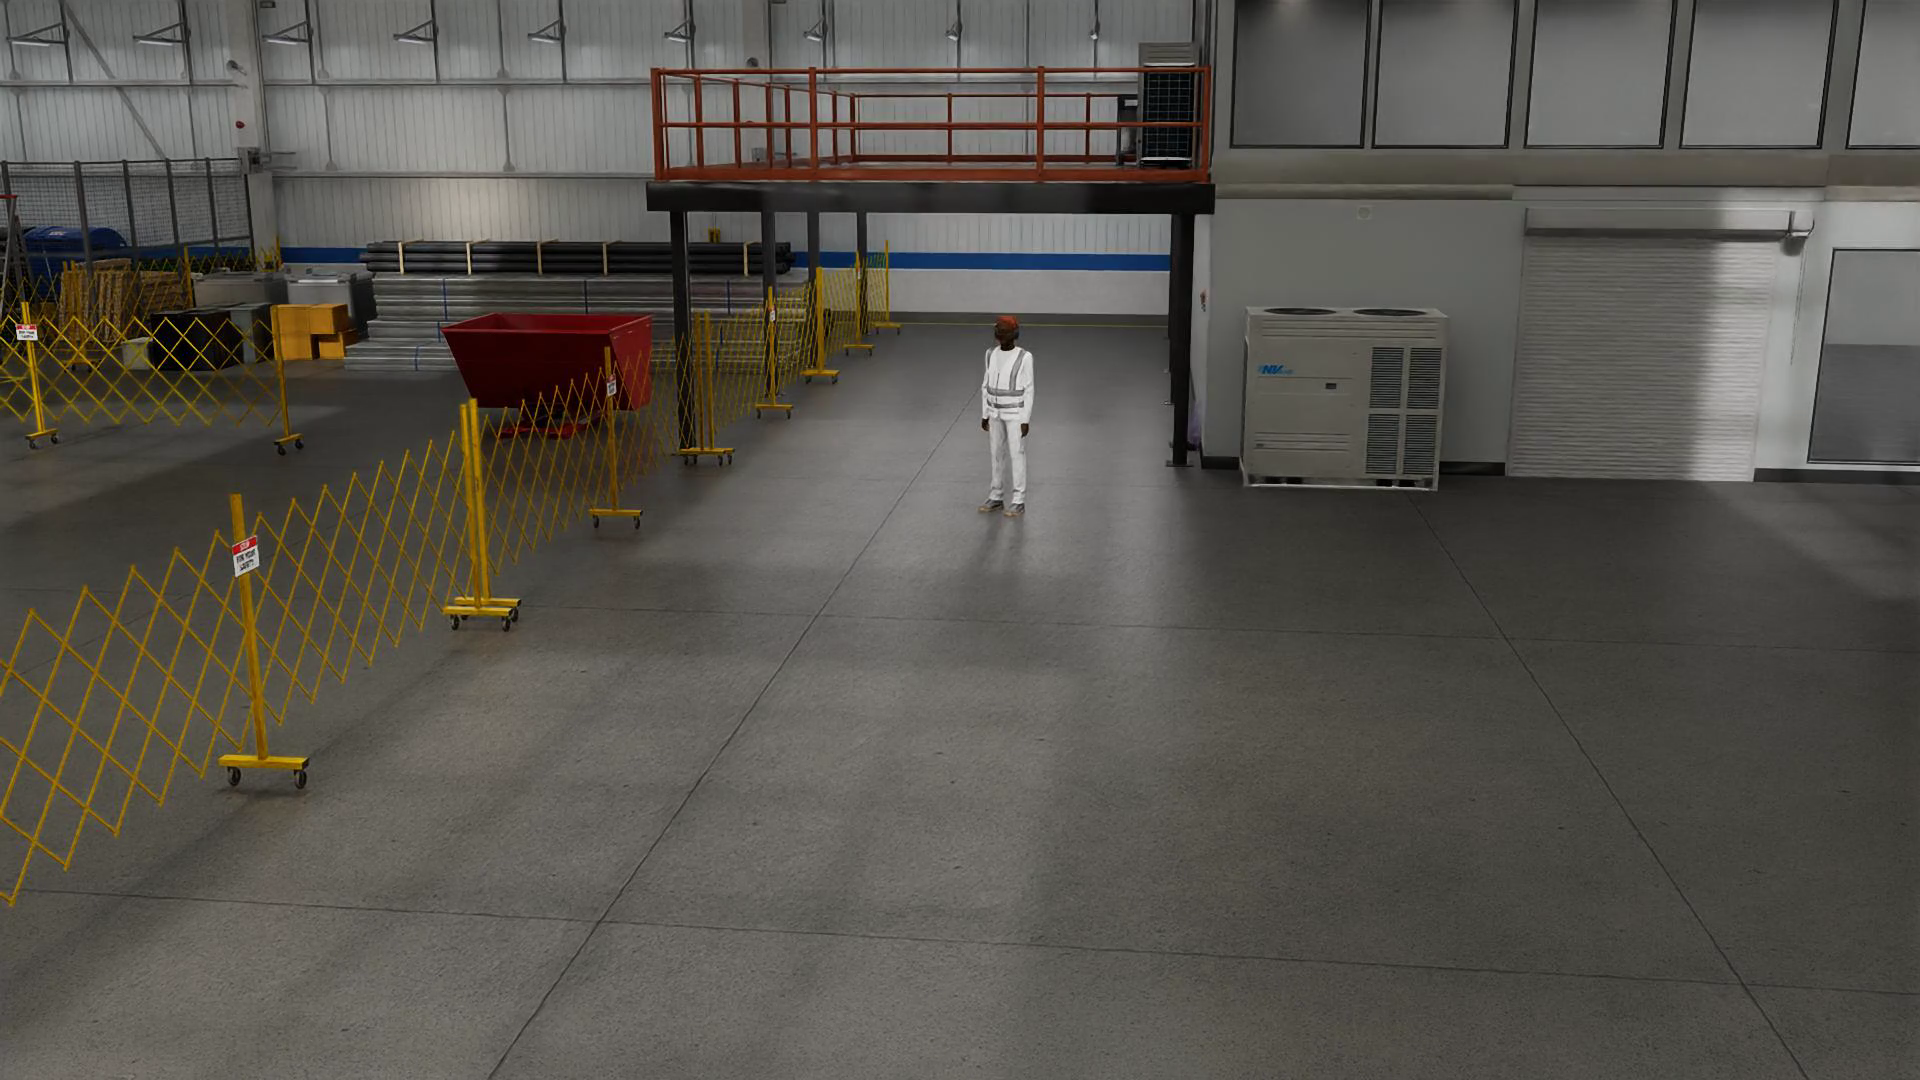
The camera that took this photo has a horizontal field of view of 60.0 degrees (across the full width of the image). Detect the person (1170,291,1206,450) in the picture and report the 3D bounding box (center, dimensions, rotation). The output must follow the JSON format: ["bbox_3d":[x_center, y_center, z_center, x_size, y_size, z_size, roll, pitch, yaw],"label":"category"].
[{"bbox_3d":[2.954,-1.906,18.768,1.026,1.838,0.715,3,14,10],"label":"person"}]

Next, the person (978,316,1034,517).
[{"bbox_3d":[0.431,-1.166,15.635,0.580,1.883,0.350,11,18,39],"label":"person"}]
